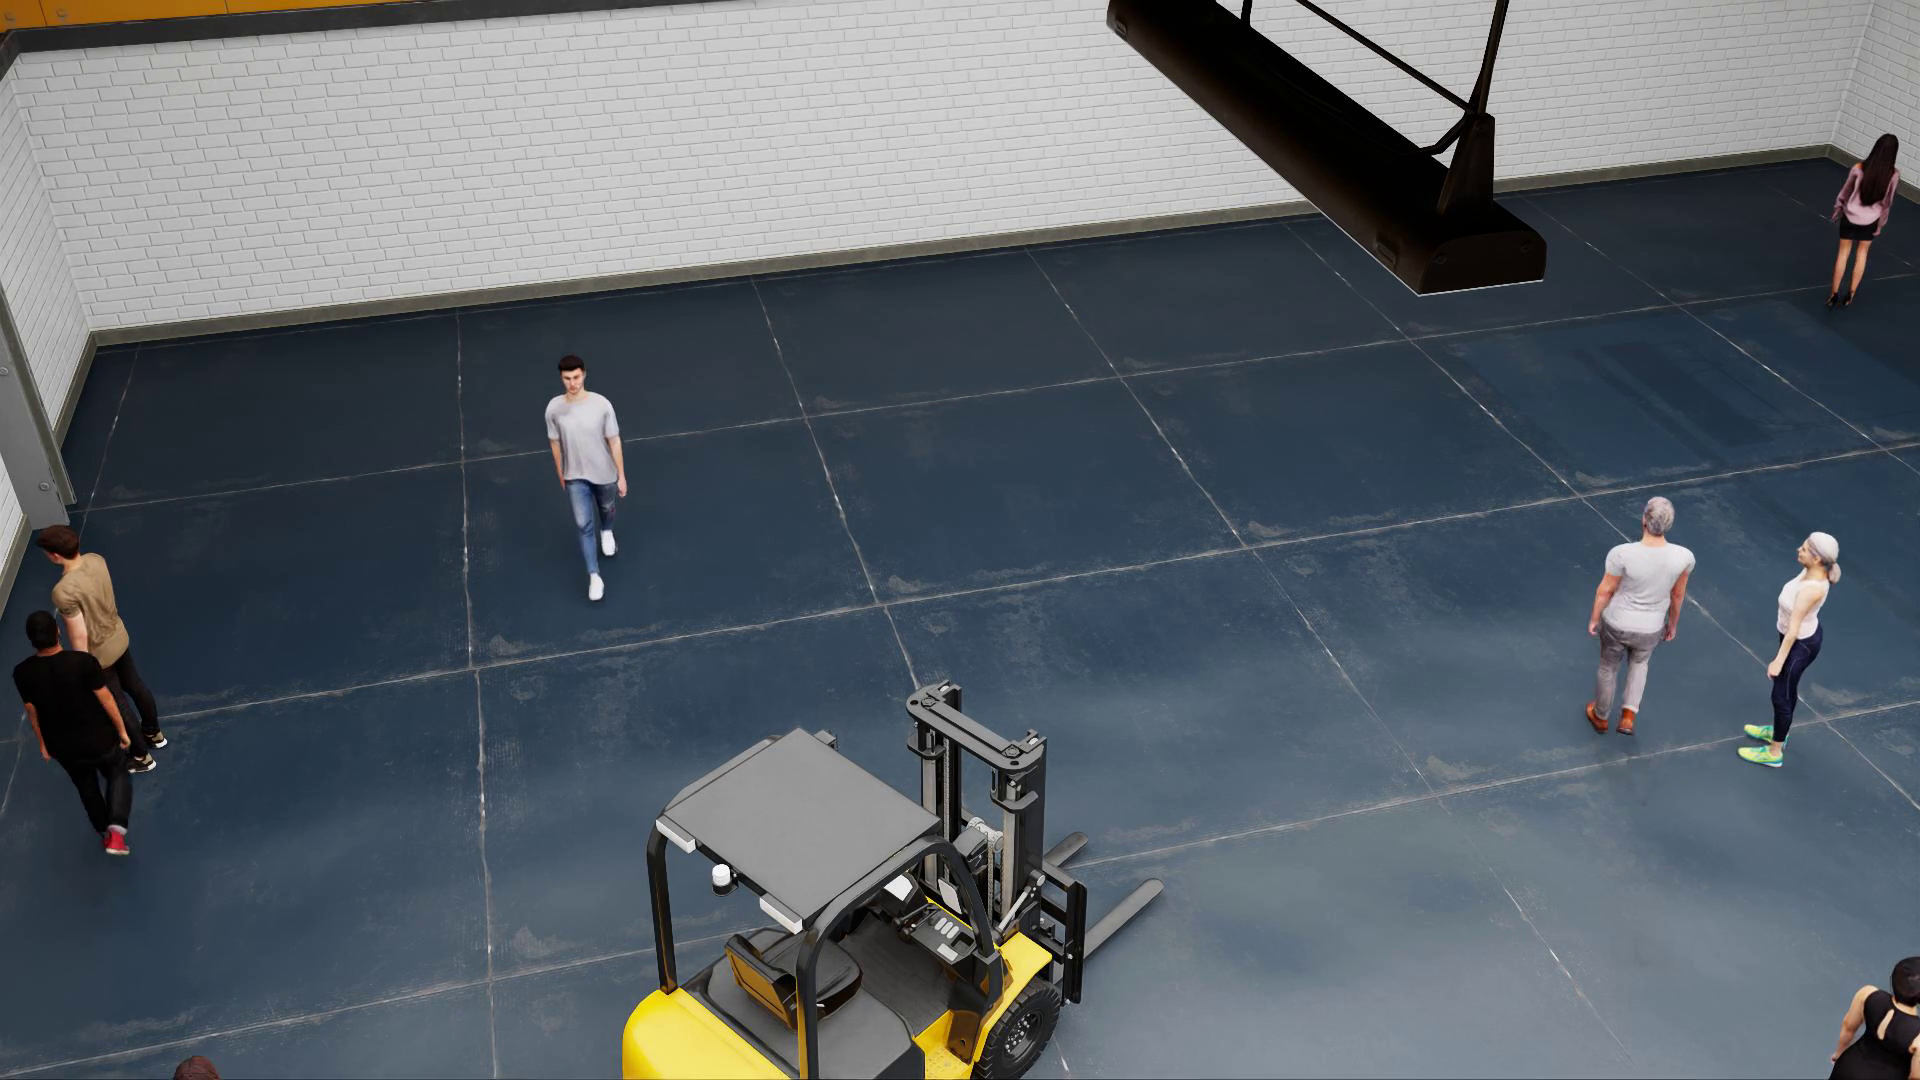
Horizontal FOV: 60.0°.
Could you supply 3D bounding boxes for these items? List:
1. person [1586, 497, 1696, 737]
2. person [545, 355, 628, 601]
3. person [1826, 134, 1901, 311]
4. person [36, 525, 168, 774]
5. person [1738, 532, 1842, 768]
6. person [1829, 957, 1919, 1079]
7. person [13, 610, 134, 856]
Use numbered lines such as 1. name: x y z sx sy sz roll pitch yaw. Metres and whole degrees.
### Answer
1. person: 4.397 0.594 10.799 0.853 1.813 0.913 5 34 7
2. person: -2.772 -0.566 12.511 0.700 1.848 1.170 -7 34 -10
3. person: 8.832 -3.093 16.354 0.764 1.804 0.808 13 36 19
4. person: -5.481 0.683 10.631 0.782 1.850 0.606 1 34 1
5. person: 5.411 0.699 10.745 0.740 1.698 0.677 17 37 24
6. person: 4.349 2.600 7.970 0.688 1.603 0.526 -16 37 -22
7. person: -5.250 1.231 9.907 0.648 1.738 0.817 -11 35 -16
